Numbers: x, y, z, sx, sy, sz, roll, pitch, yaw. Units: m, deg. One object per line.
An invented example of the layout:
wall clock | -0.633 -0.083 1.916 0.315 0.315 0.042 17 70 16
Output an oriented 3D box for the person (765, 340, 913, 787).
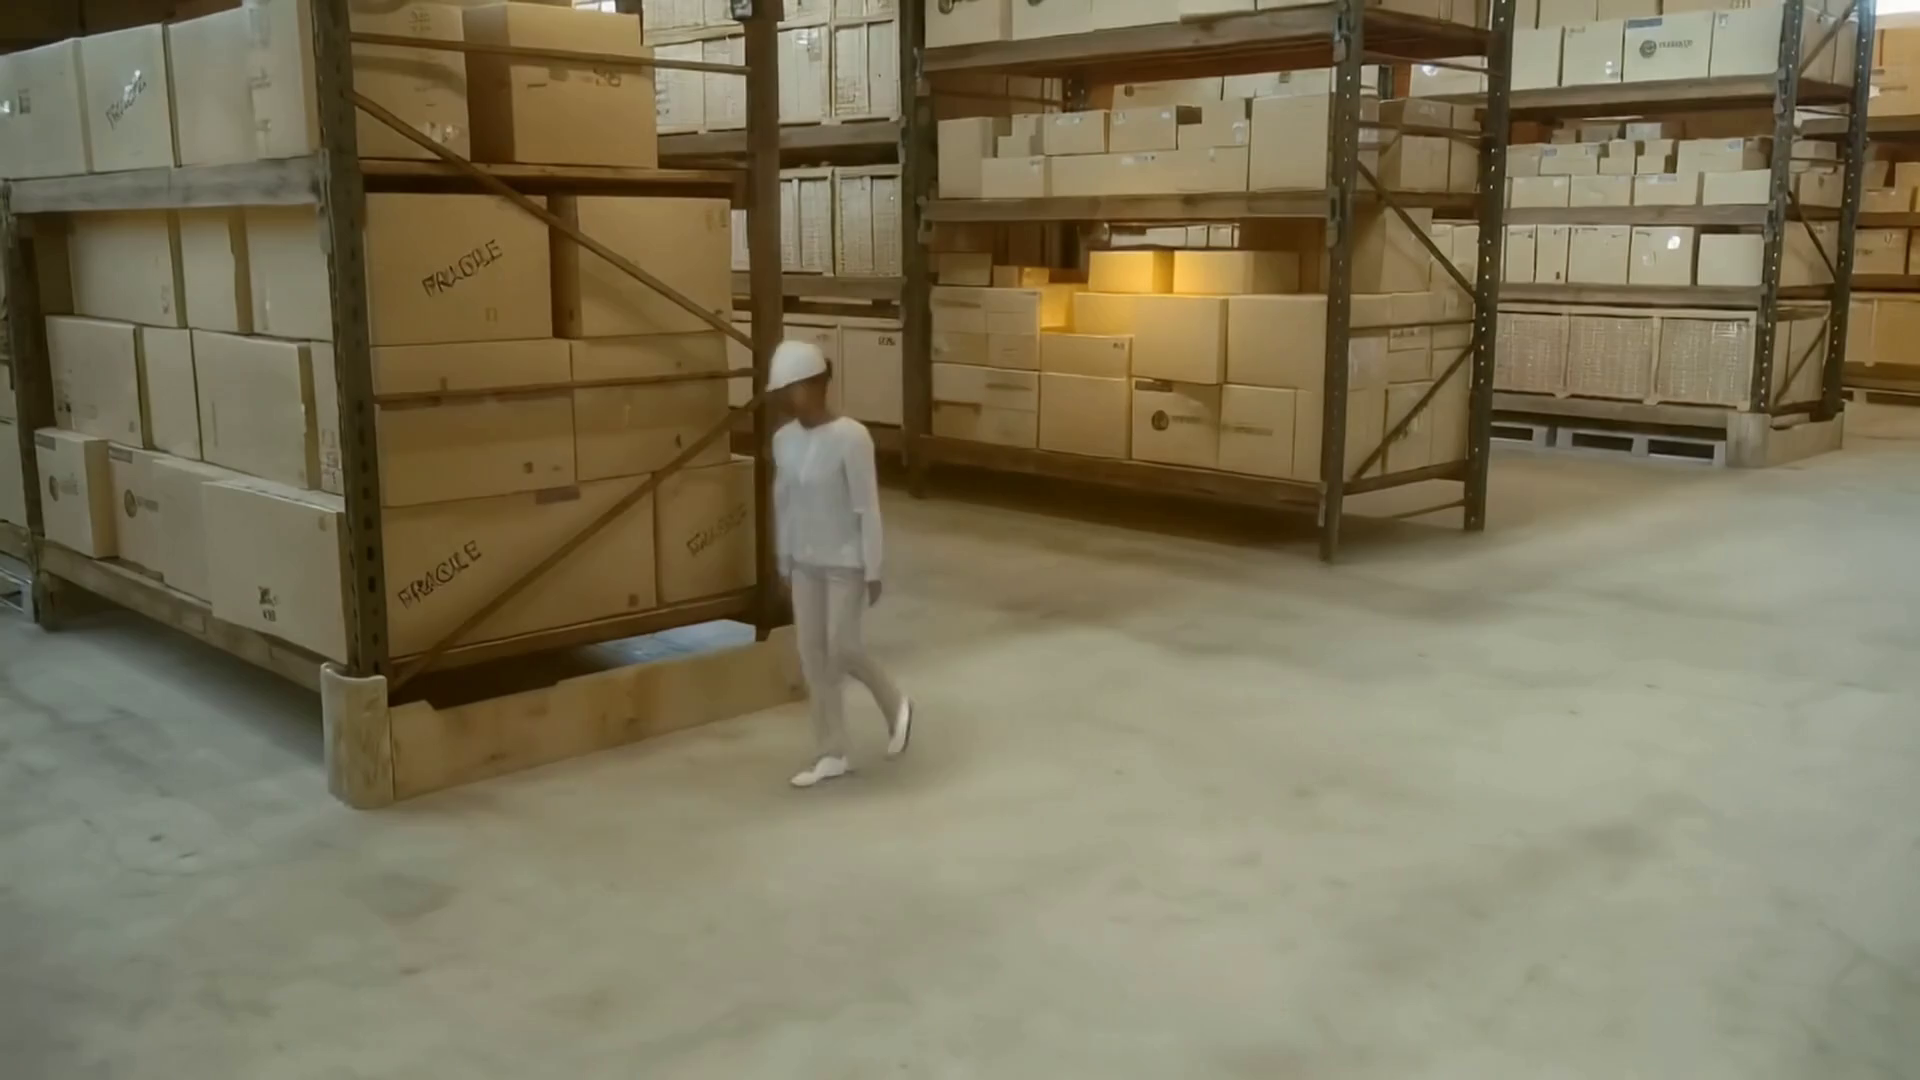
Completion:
person | -0.481 0.087 6.480 0.555 1.739 0.521 9 13 39
